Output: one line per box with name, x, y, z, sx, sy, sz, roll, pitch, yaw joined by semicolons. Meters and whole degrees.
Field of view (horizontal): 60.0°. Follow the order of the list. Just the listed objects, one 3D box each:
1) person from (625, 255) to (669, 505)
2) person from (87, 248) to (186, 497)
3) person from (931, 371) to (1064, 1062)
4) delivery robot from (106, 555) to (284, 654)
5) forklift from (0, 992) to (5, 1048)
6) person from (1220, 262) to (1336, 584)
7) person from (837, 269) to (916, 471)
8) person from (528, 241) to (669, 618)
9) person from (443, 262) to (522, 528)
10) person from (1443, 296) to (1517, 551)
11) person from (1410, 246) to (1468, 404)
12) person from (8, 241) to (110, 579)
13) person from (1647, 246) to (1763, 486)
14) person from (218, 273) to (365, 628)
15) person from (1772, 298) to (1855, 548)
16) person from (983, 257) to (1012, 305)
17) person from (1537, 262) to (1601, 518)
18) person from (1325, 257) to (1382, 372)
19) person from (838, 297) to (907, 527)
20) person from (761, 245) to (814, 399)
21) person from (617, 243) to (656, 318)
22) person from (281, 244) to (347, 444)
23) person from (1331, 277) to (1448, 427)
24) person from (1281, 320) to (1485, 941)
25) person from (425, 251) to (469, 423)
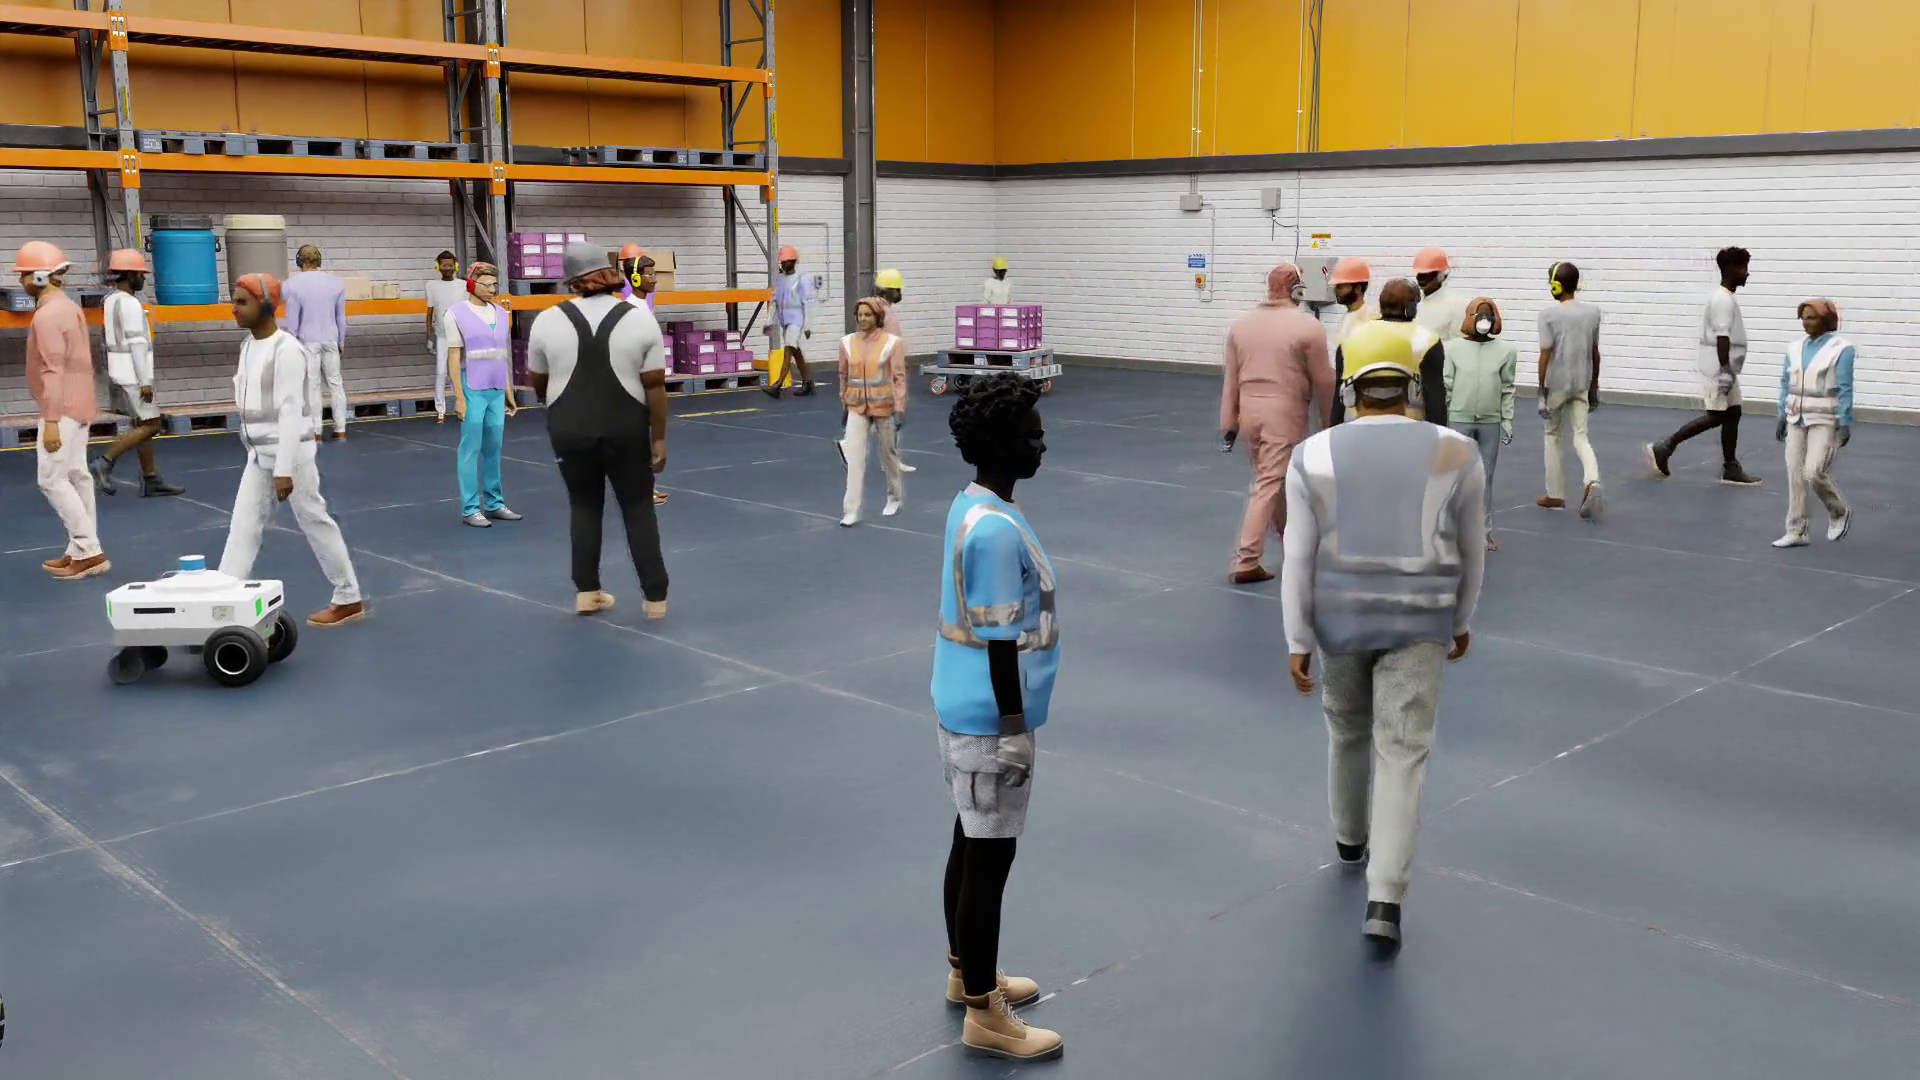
person;-2.396;-1.203;12.585;0.315;1.865;0.533;-1;10;-6
person;-6.351;-1.251;12.682;0.644;1.923;0.567;-9;13;-39
person;0.090;0.430;4.141;0.318;1.697;0.533;-1;10;-6
delivery robot;-3.503;0.314;7.631;0.707;0.478;0.477;-1;10;-4
forklift;-3.245;0.323;3.363;2.313;2.155;1.214;2;11;13
person;1.944;-0.700;9.866;1.002;1.853;0.652;-9;14;-40
person;-0.707;-1.412;14.062;0.648;1.749;0.529;-4;11;-19
person;-1.898;-0.602;8.826;0.707;2.000;0.565;-1;10;-7
person;-3.355;-1.020;11.656;0.390;1.839;0.564;5;11;25
person;3.307;-0.742;10.693;0.500;1.636;0.282;1;10;4
person;3.558;-1.200;12.351;0.935;1.957;0.619;-7;13;-34
person;-5.328;-0.764;9.850;0.397;1.993;0.637;-2;11;-12
person;6.110;-1.409;13.498;0.811;1.946;0.615;5;12;27
person;-3.475;-0.406;8.323;0.602;1.826;1.004;9;14;42
person;5.523;-0.747;10.727;0.419;1.623;0.538;-4;11;-21
person;0.524;-3.325;24.592;0.577;1.710;0.874;-7;12;-32
person;4.427;-1.083;12.010;0.548;1.836;0.820;-1;10;-5
person;2.692;-0.968;11.282;1.029;1.880;0.567;-2;11;-12
person;-0.611;-0.916;11.754;0.532;1.592;0.857;3;11;16
person;-2.169;-2.705;20.692;0.572;1.883;0.975;9;14;41
person;-3.502;-2.220;17.929;0.377;1.936;0.547;4;11;22
person;-6.270;-1.901;16.190;0.376;1.940;0.627;9;14;42
person;2.348;-0.554;9.257;0.655;1.803;0.873;9;14;41
person;1.246;0.244;4.943;0.573;1.781;0.953;3;11;18
person;-5.510;-2.188;17.986;0.505;1.860;0.320;-3;11;-17
